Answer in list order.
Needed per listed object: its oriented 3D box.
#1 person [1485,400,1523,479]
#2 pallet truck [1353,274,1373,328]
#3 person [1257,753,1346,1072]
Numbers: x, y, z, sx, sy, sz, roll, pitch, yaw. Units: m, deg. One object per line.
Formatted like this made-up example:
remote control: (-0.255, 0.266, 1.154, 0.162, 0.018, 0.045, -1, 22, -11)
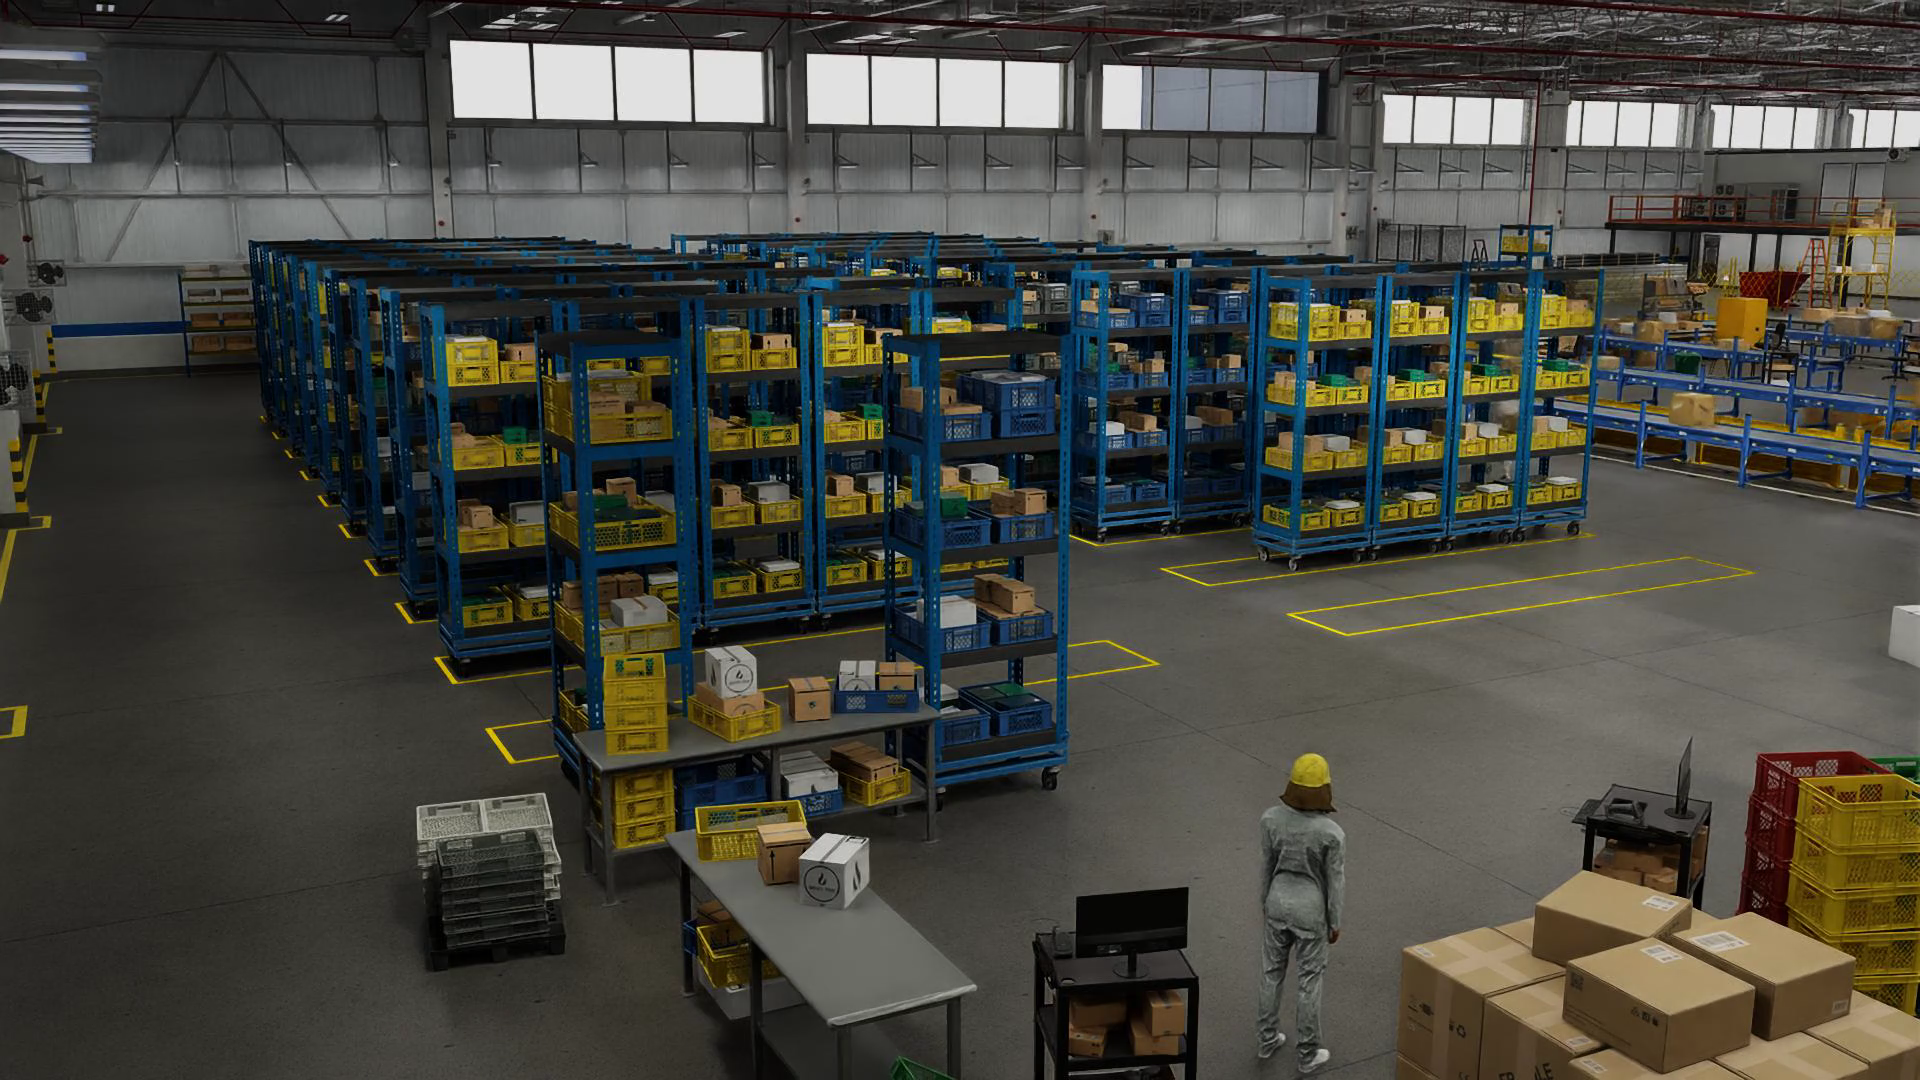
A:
person: (8.703, -1.886, 26.648, 0.661, 1.894, 0.536, -1, 12, -5)
pallet truck: (13.011, -8.050, 55.243, 0.823, 1.965, 1.885, -7, 14, -28)
person: (1.833, 1.984, 8.936, 0.480, 1.733, 0.335, 8, 15, 33)
